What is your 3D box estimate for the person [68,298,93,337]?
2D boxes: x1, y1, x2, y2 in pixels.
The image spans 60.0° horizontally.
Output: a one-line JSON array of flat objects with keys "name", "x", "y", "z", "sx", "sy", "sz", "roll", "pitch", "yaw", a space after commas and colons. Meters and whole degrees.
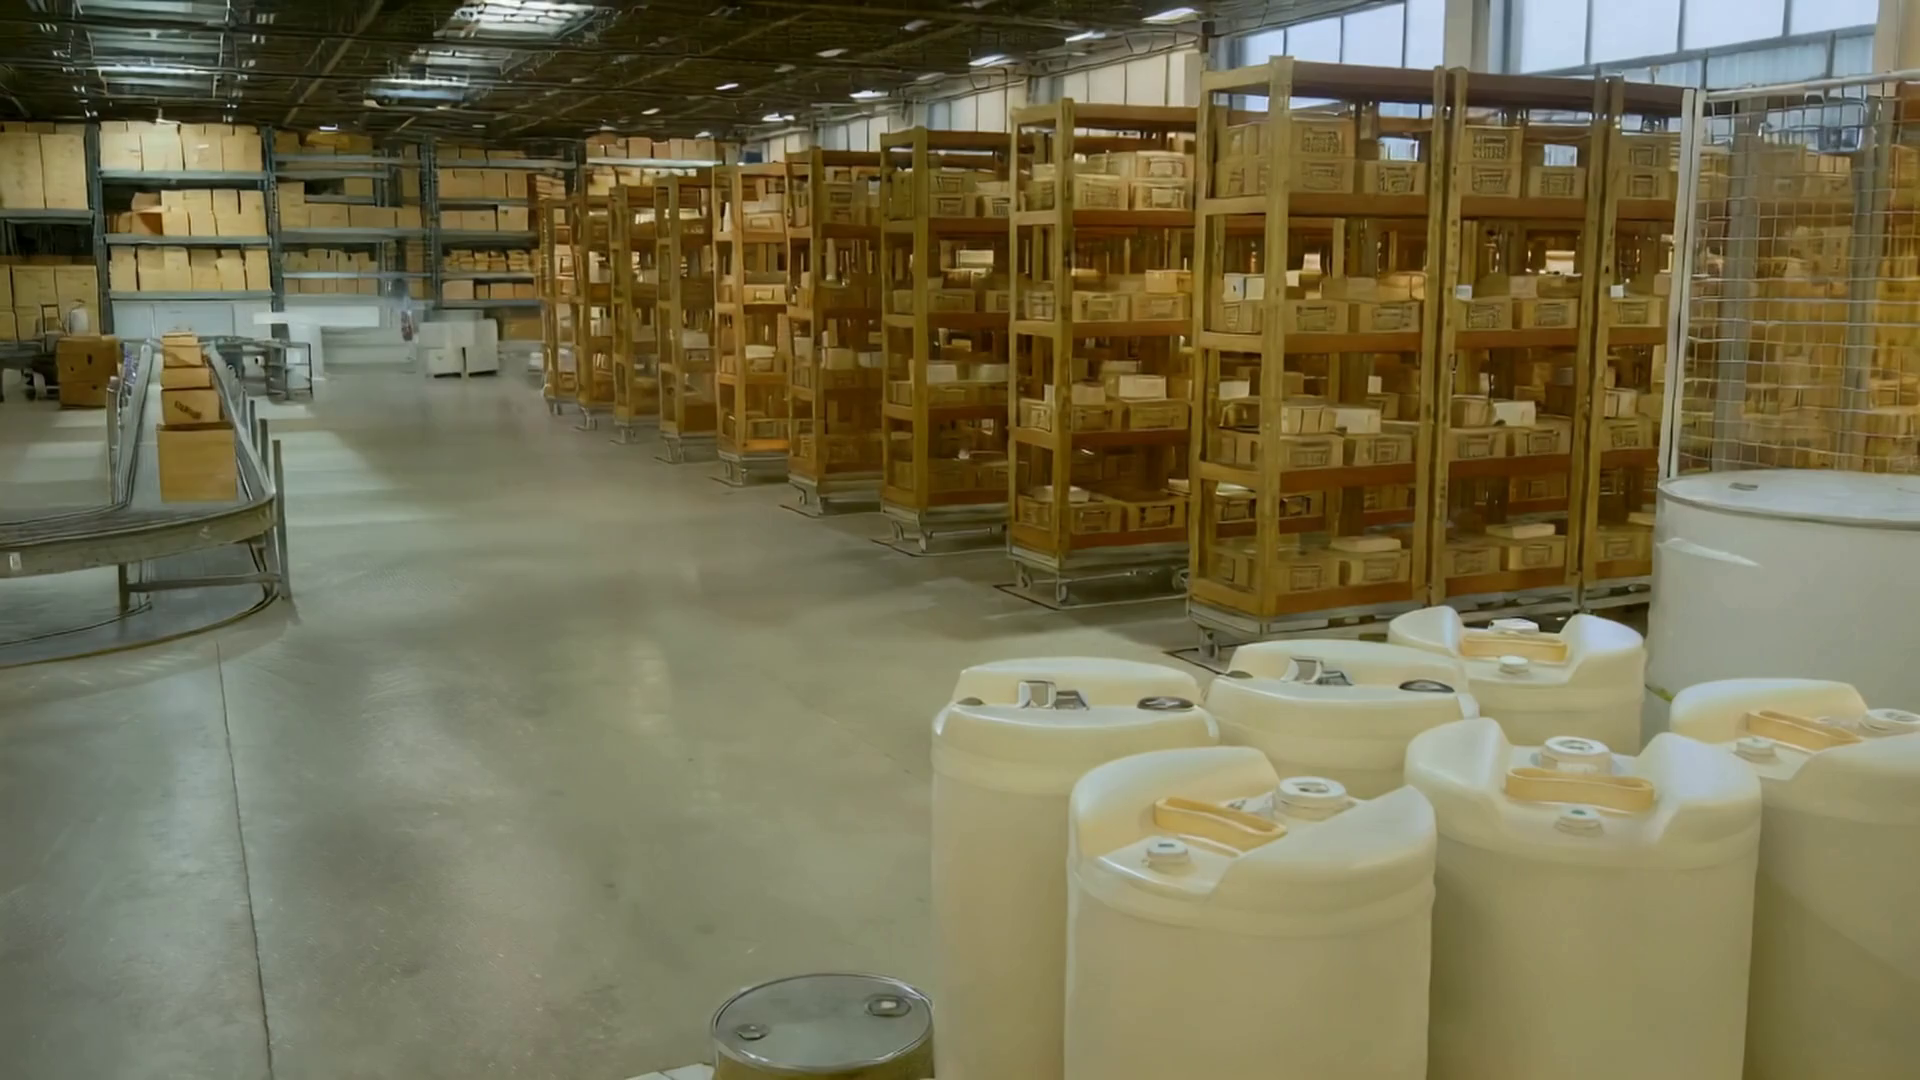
[{"name": "person", "x": -20.192, "y": -4.643, "z": 38.172, "sx": 0.403, "sy": 1.828, "sz": 0.597, "roll": 4, "pitch": 10, "yaw": 25}]

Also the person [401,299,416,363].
[{"name": "person", "x": -14.707, "y": -5.566, "z": 44.276, "sx": 0.317, "sy": 1.696, "sz": 0.540, "roll": -6, "pitch": 11, "yaw": -34}]

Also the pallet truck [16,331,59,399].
[{"name": "pallet truck", "x": -17.082, "y": -3.353, "z": 31.781, "sx": 1.630, "sy": 1.274, "sz": 0.653, "roll": -4, "pitch": 10, "yaw": -25}]

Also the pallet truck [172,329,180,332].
[{"name": "pallet truck", "x": -17.275, "y": -3.851, "z": 35.096, "sx": 1.601, "sy": 1.201, "sz": 0.680, "roll": 0, "pitch": 9, "yaw": 1}]

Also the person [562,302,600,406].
[{"name": "person", "x": -6.791, "y": -3.354, "z": 29.913, "sx": 0.909, "sy": 1.908, "sz": 0.626, "roll": -2, "pitch": 9, "yaw": -12}]

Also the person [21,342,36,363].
[{"name": "person", "x": -24.401, "y": -5.605, "z": 43.865, "sx": 0.880, "sy": 1.904, "sz": 0.566, "roll": -4, "pitch": 10, "yaw": -22}]
